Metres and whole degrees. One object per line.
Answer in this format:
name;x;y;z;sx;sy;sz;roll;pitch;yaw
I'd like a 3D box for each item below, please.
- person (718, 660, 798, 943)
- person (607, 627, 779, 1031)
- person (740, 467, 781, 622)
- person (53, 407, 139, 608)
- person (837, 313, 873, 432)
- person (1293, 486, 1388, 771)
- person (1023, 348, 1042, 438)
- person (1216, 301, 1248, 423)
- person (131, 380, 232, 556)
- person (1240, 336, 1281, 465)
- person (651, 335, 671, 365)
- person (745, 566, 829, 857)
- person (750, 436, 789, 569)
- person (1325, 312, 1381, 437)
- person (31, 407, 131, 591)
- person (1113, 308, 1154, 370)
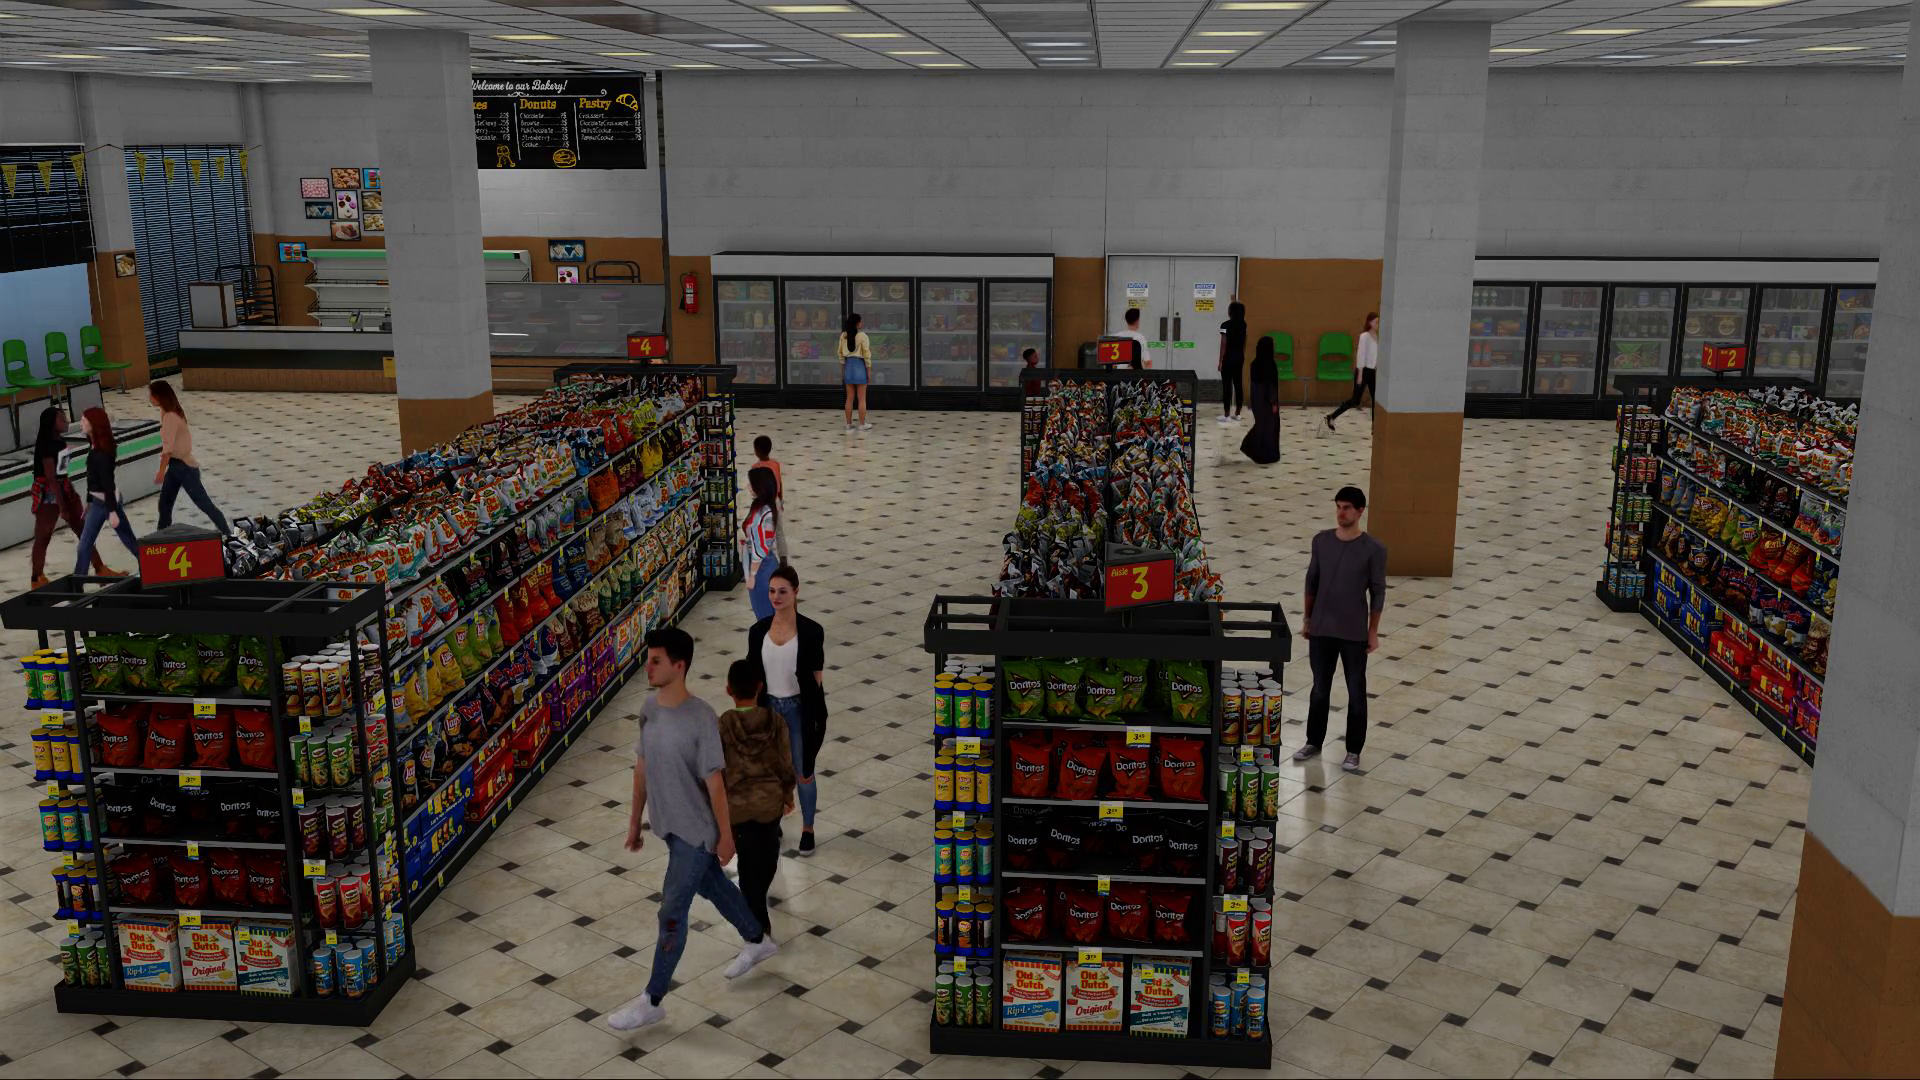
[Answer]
person;-1.039;1.357;8.440;0.828;1.419;1.055;-4;14;-17
person;-1.185;1.309;7.754;1.277;1.834;1.194;-12;18;-41
person;-1.497;0.230;12.675;0.637;1.612;0.437;1;14;5
person;-7.291;-0.249;14.405;1.102;1.727;1.209;-7;15;-27
person;-1.467;-2.362;23.323;0.706;1.631;0.658;6;15;22
person;2.481;0.557;10.817;0.748;1.854;0.723;9;16;33
person;0.927;-1.964;22.482;0.576;1.253;0.453;3;14;12
person;3.938;-2.586;24.043;0.721;1.726;0.758;-7;16;-28
person;-7.407;-0.649;16.049;1.158;1.731;1.155;-10;17;-35
person;3.756;-1.749;20.841;0.857;1.608;0.831;-6;15;-22
person;-3.862;-1.819;21.172;0.742;1.590;0.614;-5;14;-18
person;-0.980;0.968;9.481;0.648;1.684;0.576;3;14;10
person;-1.775;-0.315;15.605;0.847;1.290;0.982;-8;16;-29
person;5.373;-2.188;22.407;1.109;1.725;1.143;10;17;37
person;-8.148;-0.322;14.797;0.849;1.684;1.045;-3;14;-12
person;2.178;-2.080;21.784;1.137;1.807;1.300;11;18;39
